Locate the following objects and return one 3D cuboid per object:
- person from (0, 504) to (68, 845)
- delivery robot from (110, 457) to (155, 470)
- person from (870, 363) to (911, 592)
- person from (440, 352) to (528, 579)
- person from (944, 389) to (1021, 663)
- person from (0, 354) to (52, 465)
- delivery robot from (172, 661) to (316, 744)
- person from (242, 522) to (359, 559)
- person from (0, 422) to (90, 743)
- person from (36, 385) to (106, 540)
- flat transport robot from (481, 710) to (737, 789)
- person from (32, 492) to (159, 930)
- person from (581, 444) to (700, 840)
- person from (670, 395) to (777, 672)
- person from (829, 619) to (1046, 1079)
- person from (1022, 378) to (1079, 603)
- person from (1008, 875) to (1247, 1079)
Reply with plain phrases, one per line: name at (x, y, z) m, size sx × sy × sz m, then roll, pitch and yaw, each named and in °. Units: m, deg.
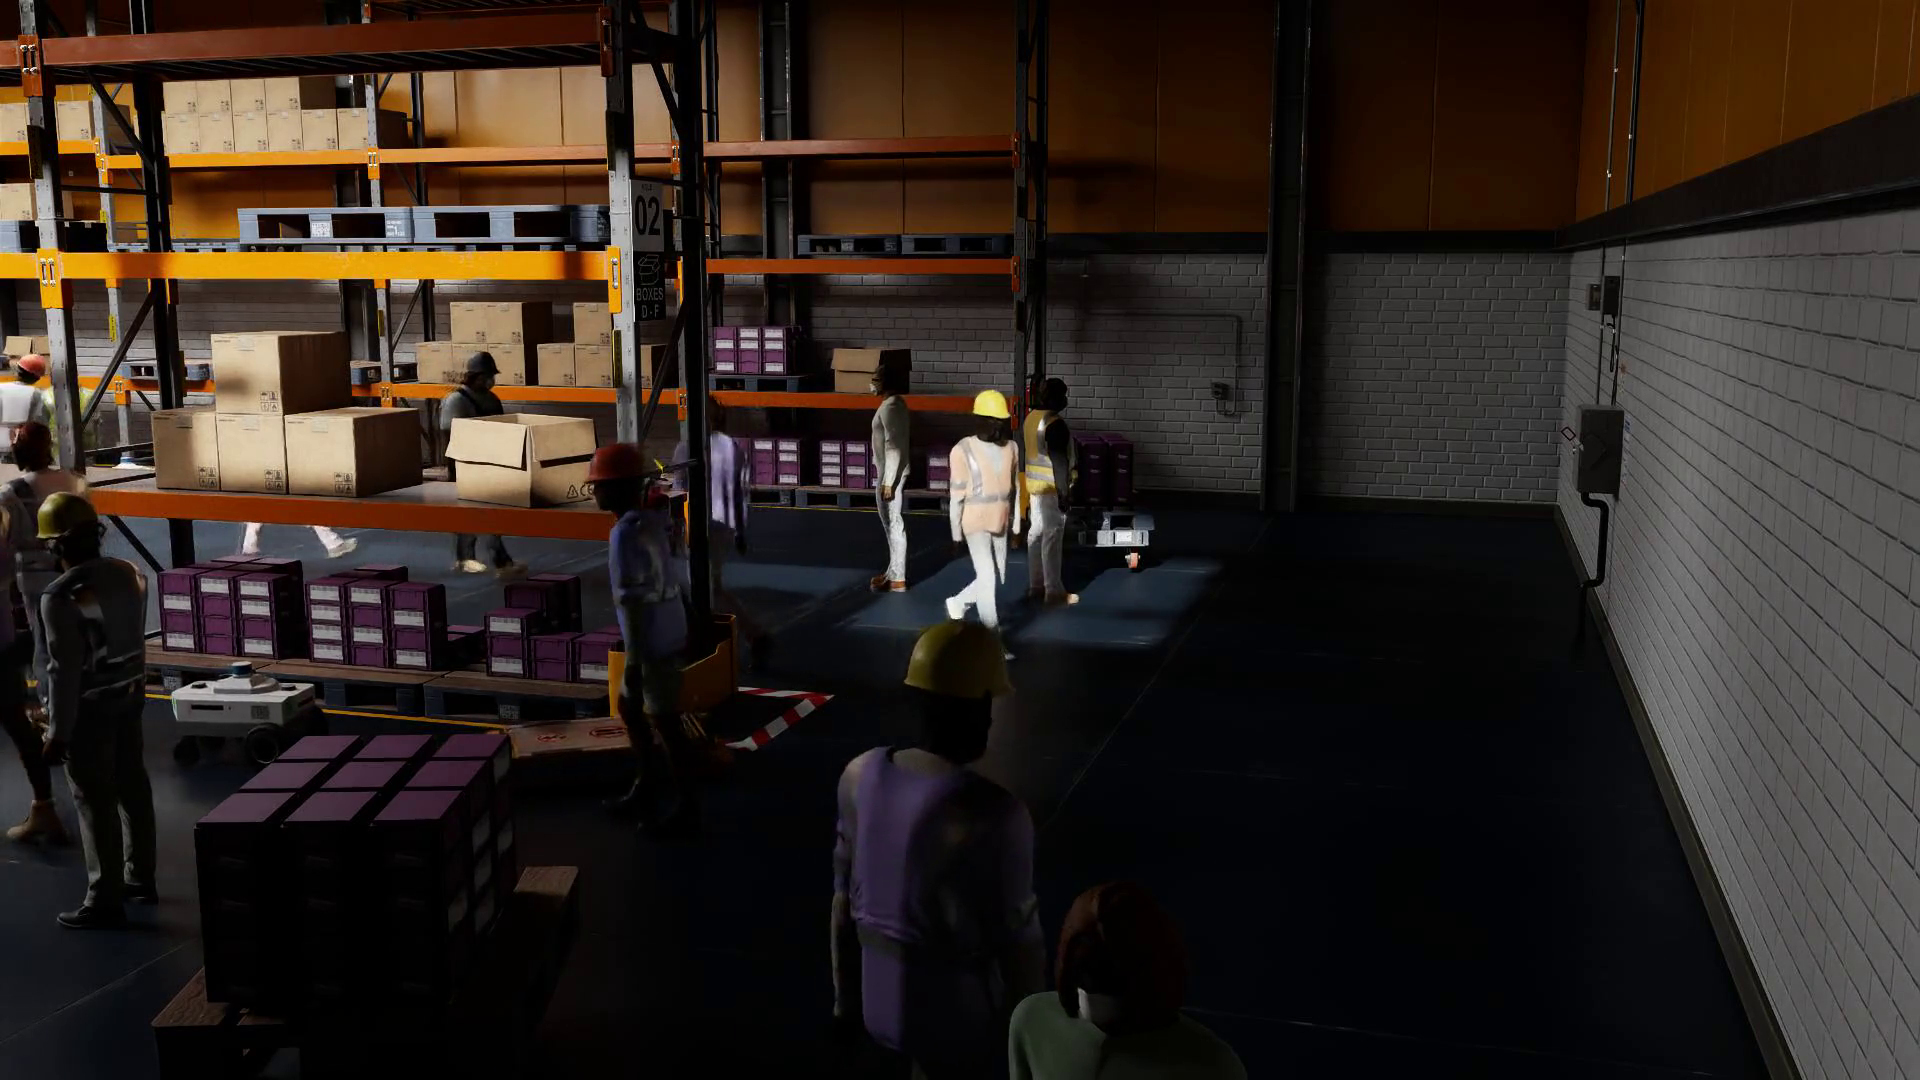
person at (-4.737, 0.469, 7.874) m, size 1.073 × 1.984 × 0.609 m, roll 3°, pitch 10°, yaw 19°
delivery robot at (-9.564, -0.709, 19.103) m, size 0.707 × 0.478 × 0.477 m, roll -5°, pitch 10°, yaw -24°
person at (-0.596, -0.526, 14.082) m, size 0.356 × 1.938 × 0.638 m, roll 0°, pitch 9°, yaw 1°
person at (-4.165, -0.682, 14.722) m, size 0.960 × 2.000 × 0.701 m, roll 3°, pitch 10°, yaw 16°
person at (0.139, -0.124, 11.748) m, size 0.596 × 1.901 × 0.795 m, roll -8°, pitch 12°, yaw -39°
person at (-9.409, -0.902, 16.576) m, size 0.686 × 1.886 × 0.370 m, roll -3°, pitch 10°, yaw -19°
delivery robot at (-3.960, 0.916, 9.204) m, size 0.707 × 0.478 × 0.477 m, roll 0°, pitch 9°, yaw 5°
person at (-6.224, -0.747, 15.449) m, size 1.072 × 1.938 × 0.614 m, roll -9°, pitch 13°, yaw -43°
person at (-5.302, 0.254, 9.564) m, size 0.558 × 1.881 × 0.599 m, roll 3°, pitch 10°, yaw 19°
person at (-9.029, -0.911, 16.855) m, size 0.901 × 1.810 × 0.628 m, roll 6°, pitch 11°, yaw 31°
flat transport robot at (-1.980, 1.139, 8.999) m, size 1.431 × 0.197 × 0.652 m, roll -3°, pitch 10°, yaw -19°
person at (-3.614, 0.705, 6.926) m, size 0.404 × 1.825 × 0.586 m, roll 1°, pitch 9°, yaw 6°
person at (-1.541, 0.491, 8.024) m, size 0.591 × 1.902 × 0.542 m, roll 0°, pitch 9°, yaw 0°
person at (-1.647, -0.055, 11.335) m, size 0.939 × 1.903 × 0.622 m, roll 5°, pitch 10°, yaw 26°
person at (-0.032, 1.134, 4.048) m, size 0.490 × 1.903 × 0.600 m, roll -9°, pitch 13°, yaw -42°
person at (0.751, -0.406, 13.645) m, size 0.429 × 1.845 × 0.621 m, roll -4°, pitch 10°, yaw -21°
person at (0.289, 1.419, 3.155) m, size 0.499 × 1.633 × 0.279 m, roll 5°, pitch 11°, yaw 27°
